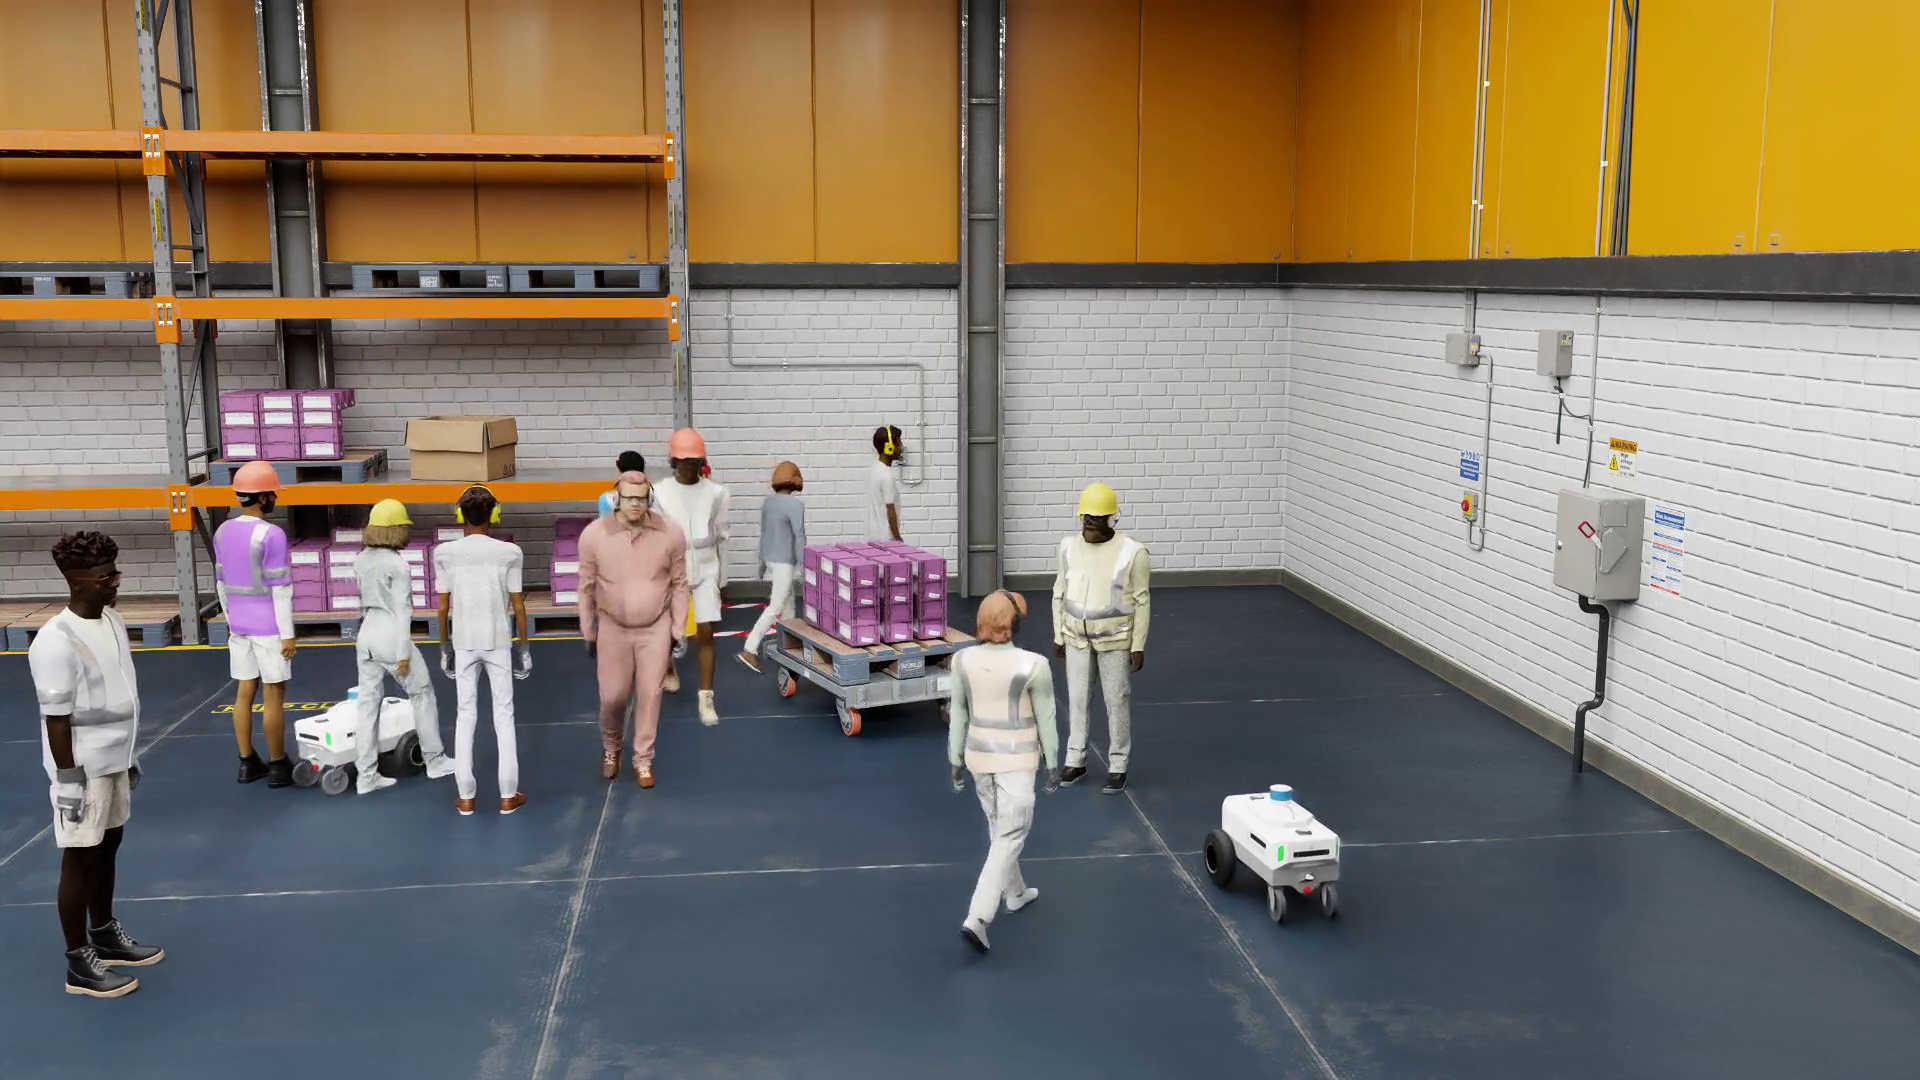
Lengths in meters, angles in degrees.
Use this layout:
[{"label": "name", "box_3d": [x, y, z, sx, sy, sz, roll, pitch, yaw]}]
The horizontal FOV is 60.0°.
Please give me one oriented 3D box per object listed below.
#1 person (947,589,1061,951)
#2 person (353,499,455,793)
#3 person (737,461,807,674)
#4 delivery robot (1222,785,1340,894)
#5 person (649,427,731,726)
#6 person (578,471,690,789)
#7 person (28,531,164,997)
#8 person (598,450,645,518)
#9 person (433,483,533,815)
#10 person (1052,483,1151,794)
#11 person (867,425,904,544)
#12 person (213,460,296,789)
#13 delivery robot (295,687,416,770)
[{"label": "person", "box_3d": [0.178, 1.023, 7.591, 0.515, 1.607, 0.820, 6, 11, 33]}, {"label": "person", "box_3d": [-3.307, 0.608, 9.853, 0.491, 1.716, 0.768, 5, 10, 29]}, {"label": "person", "box_3d": [-1.444, 0.193, 12.824, 0.756, 1.597, 0.545, -7, 11, -37]}, {"label": "delivery robot", "box_3d": [1.544, 1.428, 8.039, 0.477, 0.478, 0.707, -2, 9, -14]}, {"label": "person", "box_3d": [-1.874, 0.217, 11.374, 0.602, 2.016, 0.815, -3, 10, -19]}, {"label": "person", "box_3d": [-1.906, 0.530, 9.787, 0.636, 1.891, 0.416, -3, 10, -17]}, {"label": "person", "box_3d": [-3.671, 0.928, 7.062, 0.369, 1.965, 0.609, -1, 9, -3]}, {"label": "person", "box_3d": [-2.516, 0.151, 12.774, 0.552, 1.681, 0.403, -4, 10, -25]}, {"label": "person", "box_3d": [-2.670, 0.614, 9.352, 0.512, 1.863, 0.331, -1, 9, -5]}, {"label": "person", "box_3d": [0.805, 0.571, 9.717, 0.601, 1.827, 0.403, 5, 10, 28]}, {"label": "person", "box_3d": [-0.638, 0.012, 13.175, 0.826, 1.845, 0.519, -2, 9, -9]}, {"label": "person", "box_3d": [-4.129, 0.496, 9.843, 0.547, 1.938, 0.379, 5, 10, 28]}, {"label": "delivery robot", "box_3d": [-3.593, 1.124, 9.938, 0.477, 0.478, 0.707, 6, 11, 32]}]
